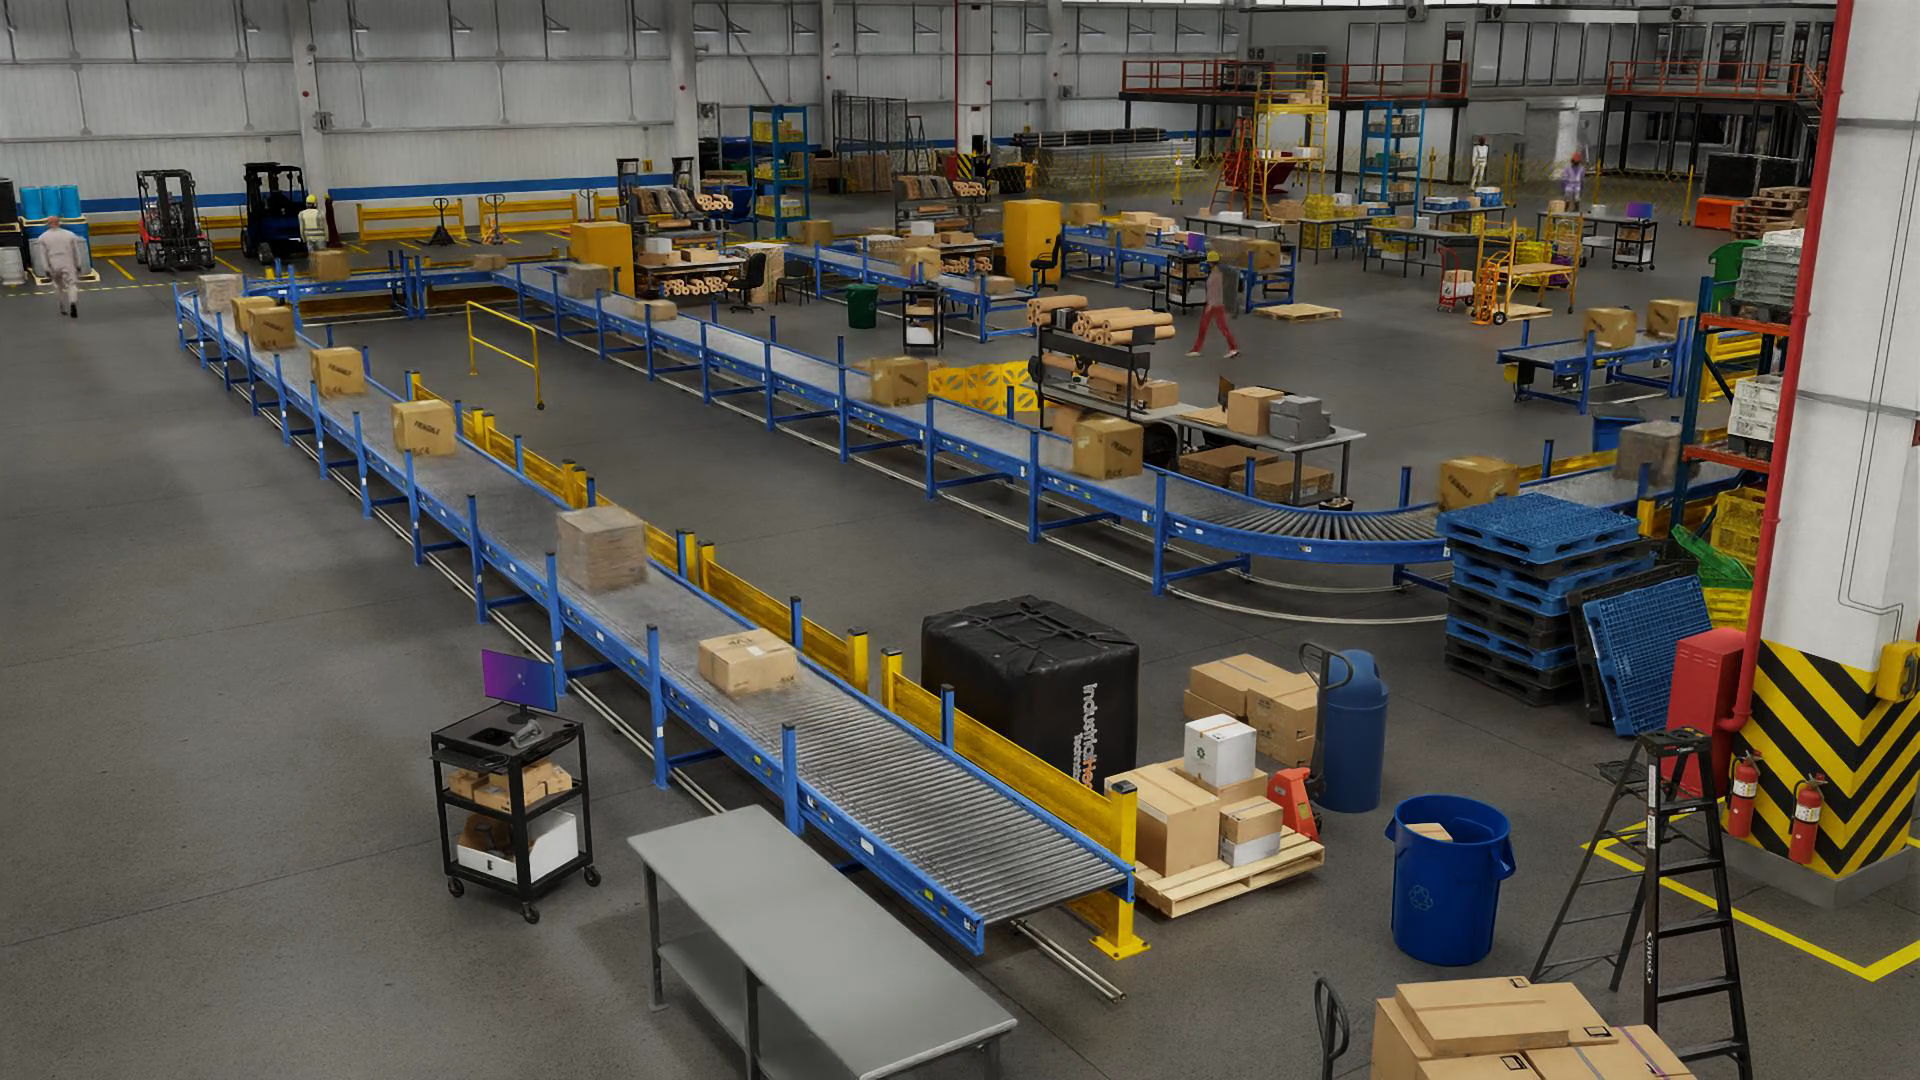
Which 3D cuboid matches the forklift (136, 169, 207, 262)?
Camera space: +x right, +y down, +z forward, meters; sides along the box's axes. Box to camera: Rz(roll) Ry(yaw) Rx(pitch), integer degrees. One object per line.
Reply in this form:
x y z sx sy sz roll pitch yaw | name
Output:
-17.842 -7.318 37.559 1.157 1.987 2.680 -10 20 -31 | forklift

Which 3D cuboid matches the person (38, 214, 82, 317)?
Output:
-16.651 -5.081 30.834 0.644 1.880 0.796 -9 19 -27 | person

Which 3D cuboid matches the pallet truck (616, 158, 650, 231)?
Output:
-8.918 -9.176 44.255 0.823 1.965 1.885 -9 19 -27 | pallet truck

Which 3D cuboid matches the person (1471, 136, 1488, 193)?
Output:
17.455 -12.609 55.870 0.585 1.882 0.337 -6 18 -18 | person

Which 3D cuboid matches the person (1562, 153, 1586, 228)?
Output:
16.797 -9.569 45.524 0.608 2.009 0.947 1 17 5 | person

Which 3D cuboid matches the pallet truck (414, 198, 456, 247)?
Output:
-13.250 -8.060 41.856 0.680 1.201 1.601 -10 20 -31 | pallet truck

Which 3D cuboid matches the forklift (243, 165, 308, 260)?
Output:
-15.898 -7.669 38.708 1.157 1.987 2.680 -11 20 -33 | forklift

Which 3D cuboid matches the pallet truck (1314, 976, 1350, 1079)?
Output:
2.299 2.390 7.086 1.601 1.201 0.680 -2 17 -7 | pallet truck

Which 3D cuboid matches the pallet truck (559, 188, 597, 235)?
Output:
-10.010 -8.652 43.699 0.653 1.274 1.630 -10 20 -31 | pallet truck

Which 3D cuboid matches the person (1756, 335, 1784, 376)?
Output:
9.843 -1.768 19.980 0.914 1.786 0.586 -11 20 -32 | person

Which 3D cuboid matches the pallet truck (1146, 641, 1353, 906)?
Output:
1.664 1.407 10.232 1.630 1.274 0.653 -10 20 -31 | pallet truck

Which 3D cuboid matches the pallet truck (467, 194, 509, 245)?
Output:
-11.983 -8.177 42.137 0.704 1.261 1.522 -11 20 -33 | pallet truck

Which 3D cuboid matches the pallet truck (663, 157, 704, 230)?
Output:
-7.586 -9.308 44.692 0.823 1.965 1.885 -11 20 -33 | pallet truck

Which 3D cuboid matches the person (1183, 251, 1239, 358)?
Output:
4.113 -3.786 26.790 0.893 1.725 0.535 -2 17 -7 | person

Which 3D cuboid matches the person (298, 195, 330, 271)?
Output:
-13.649 -6.380 35.248 0.586 1.823 0.403 0 17 0 | person
